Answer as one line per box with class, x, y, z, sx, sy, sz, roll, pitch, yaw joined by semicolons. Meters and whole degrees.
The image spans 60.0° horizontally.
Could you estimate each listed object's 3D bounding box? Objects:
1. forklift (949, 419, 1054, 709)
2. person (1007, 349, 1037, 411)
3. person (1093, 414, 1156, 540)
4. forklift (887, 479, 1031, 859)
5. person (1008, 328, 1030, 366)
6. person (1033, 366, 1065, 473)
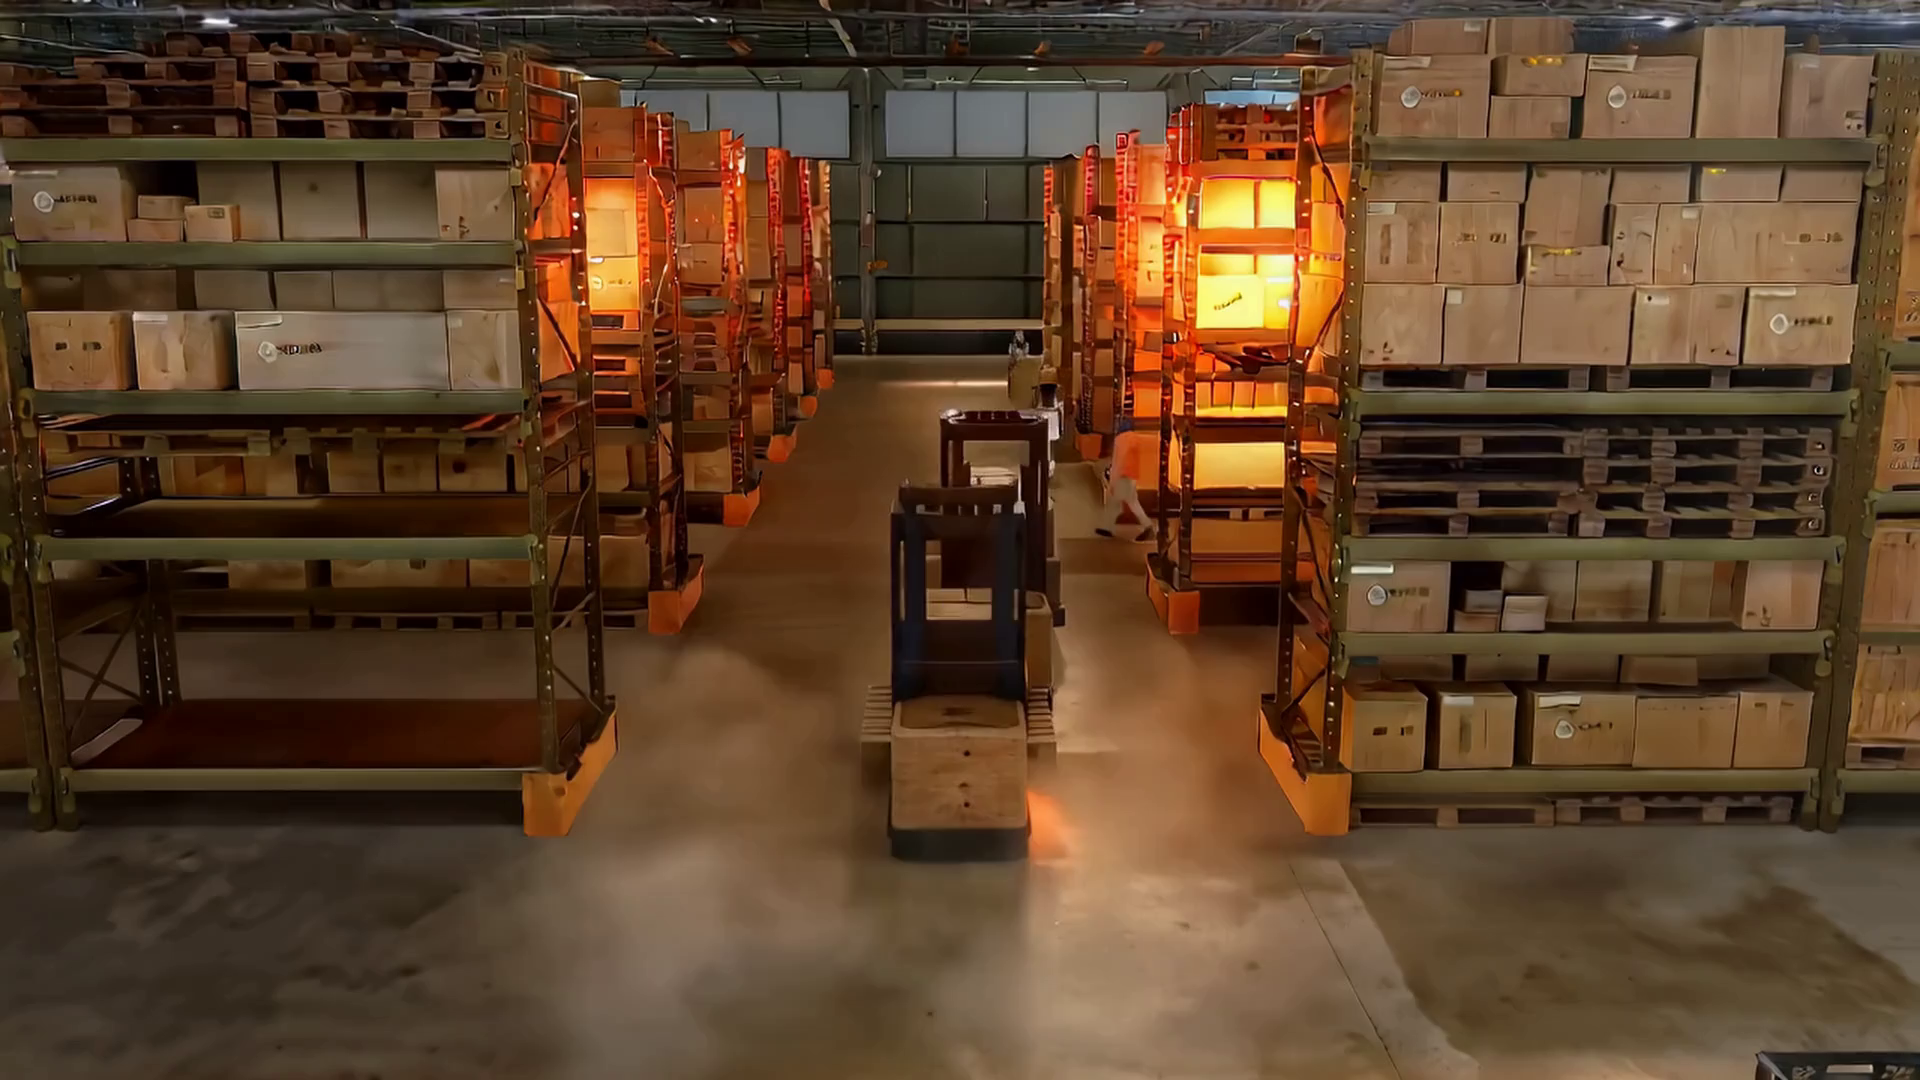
forklift;0.360;0.165;16.880;1.129;2.768;1.873;0;11;-2
person;1.337;-3.185;35.953;0.658;1.884;0.641;1;11;4
person;2.514;-0.944;24.901;1.031;1.879;0.662;7;13;30
forklift;-0.011;0.909;13.194;1.129;2.768;1.873;0;11;0
person;1.517;-4.556;42.875;0.592;1.833;0.472;1;11;3
person;1.623;-2.203;30.777;0.617;2.019;0.815;2;12;9
